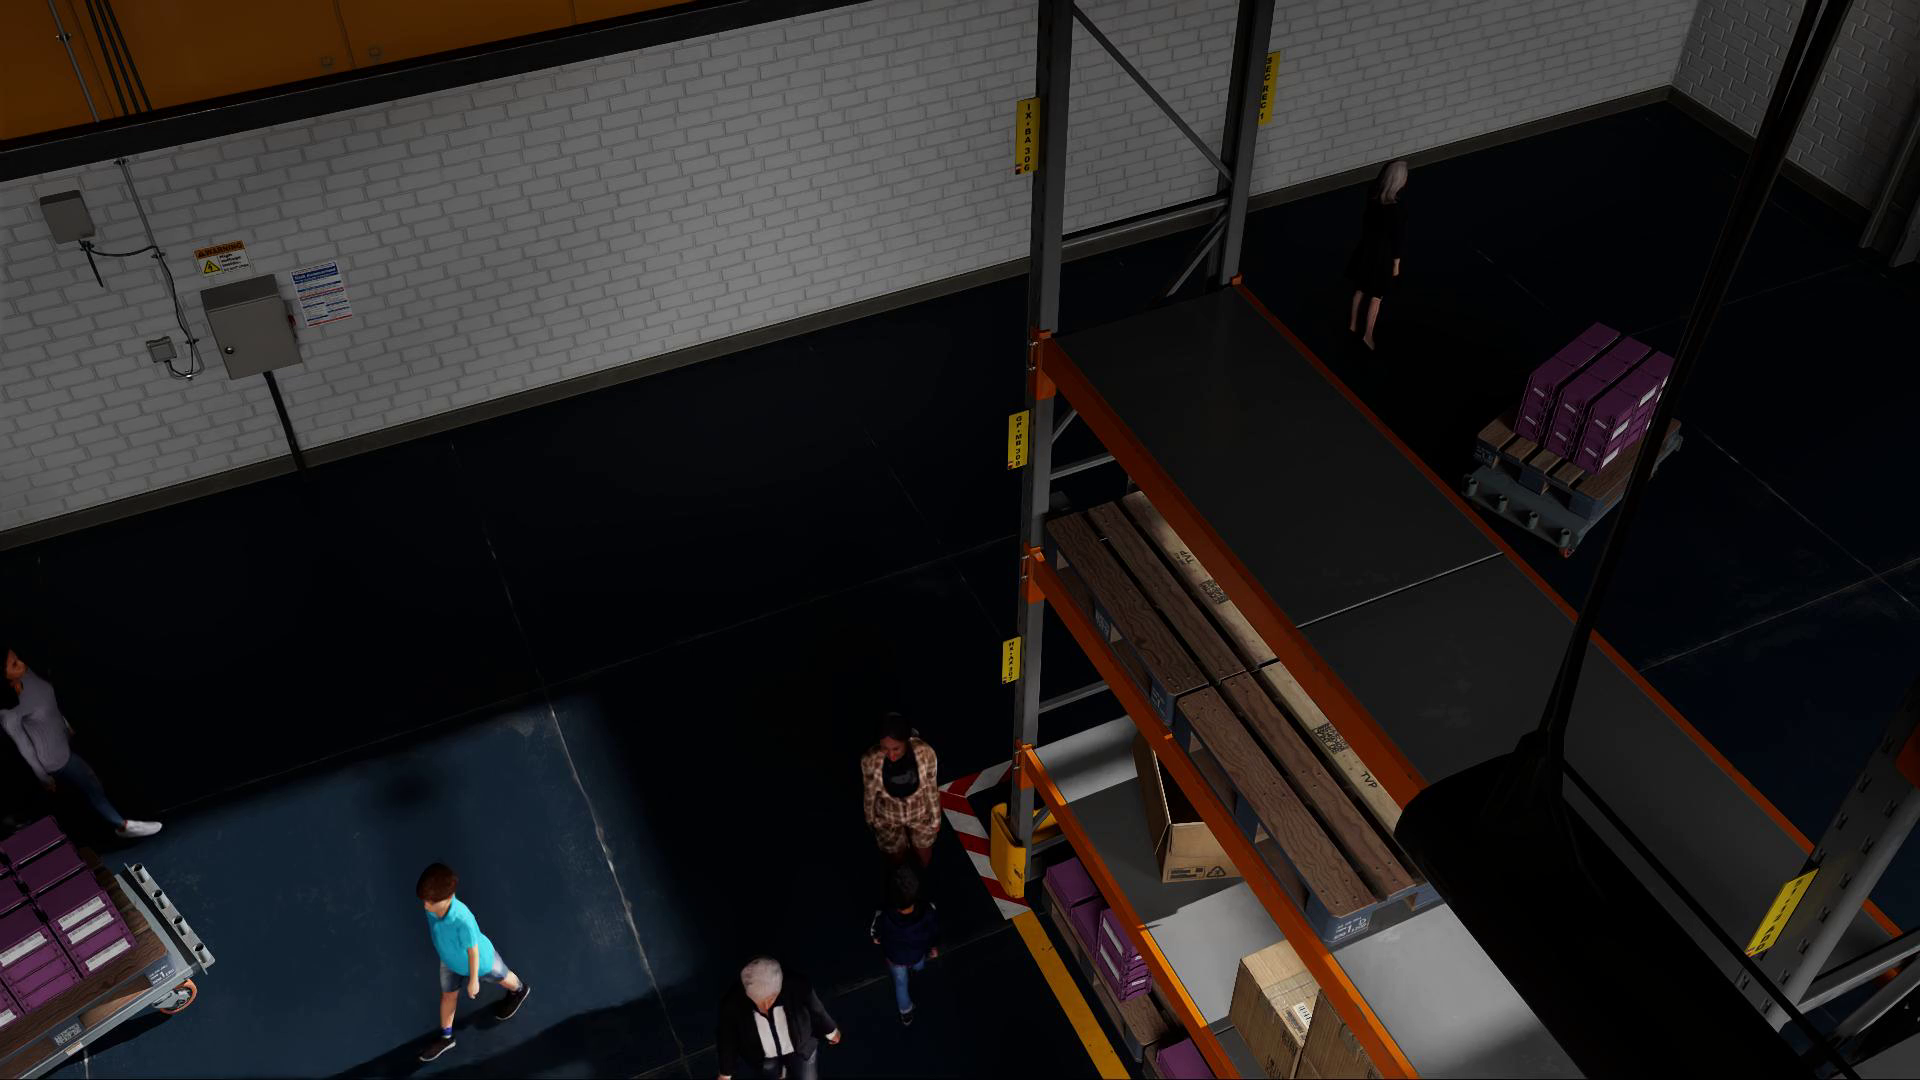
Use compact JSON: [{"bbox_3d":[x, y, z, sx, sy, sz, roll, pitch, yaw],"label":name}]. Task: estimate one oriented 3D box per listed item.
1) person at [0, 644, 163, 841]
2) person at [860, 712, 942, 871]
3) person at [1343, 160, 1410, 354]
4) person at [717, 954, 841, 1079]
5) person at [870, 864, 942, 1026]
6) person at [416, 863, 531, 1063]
[{"bbox_3d":[-5.384,1.240,9.662,0.813,1.711,1.076,-11,45,-11],"label":"person"},{"bbox_3d":[-0.317,1.500,9.345,0.764,1.773,0.971,-4,44,-4],"label":"person"},{"bbox_3d":[3.355,-2.276,13.327,0.665,1.746,0.506,-20,47,-20],"label":"person"},{"bbox_3d":[-0.870,2.444,8.377,1.026,1.756,1.017,-2,44,-2],"label":"person"},{"bbox_3d":[-0.289,2.224,8.994,0.646,1.209,0.790,-5,44,-5],"label":"person"},{"bbox_3d":[-2.595,2.157,8.912,0.921,1.417,0.909,22,48,22],"label":"person"}]
